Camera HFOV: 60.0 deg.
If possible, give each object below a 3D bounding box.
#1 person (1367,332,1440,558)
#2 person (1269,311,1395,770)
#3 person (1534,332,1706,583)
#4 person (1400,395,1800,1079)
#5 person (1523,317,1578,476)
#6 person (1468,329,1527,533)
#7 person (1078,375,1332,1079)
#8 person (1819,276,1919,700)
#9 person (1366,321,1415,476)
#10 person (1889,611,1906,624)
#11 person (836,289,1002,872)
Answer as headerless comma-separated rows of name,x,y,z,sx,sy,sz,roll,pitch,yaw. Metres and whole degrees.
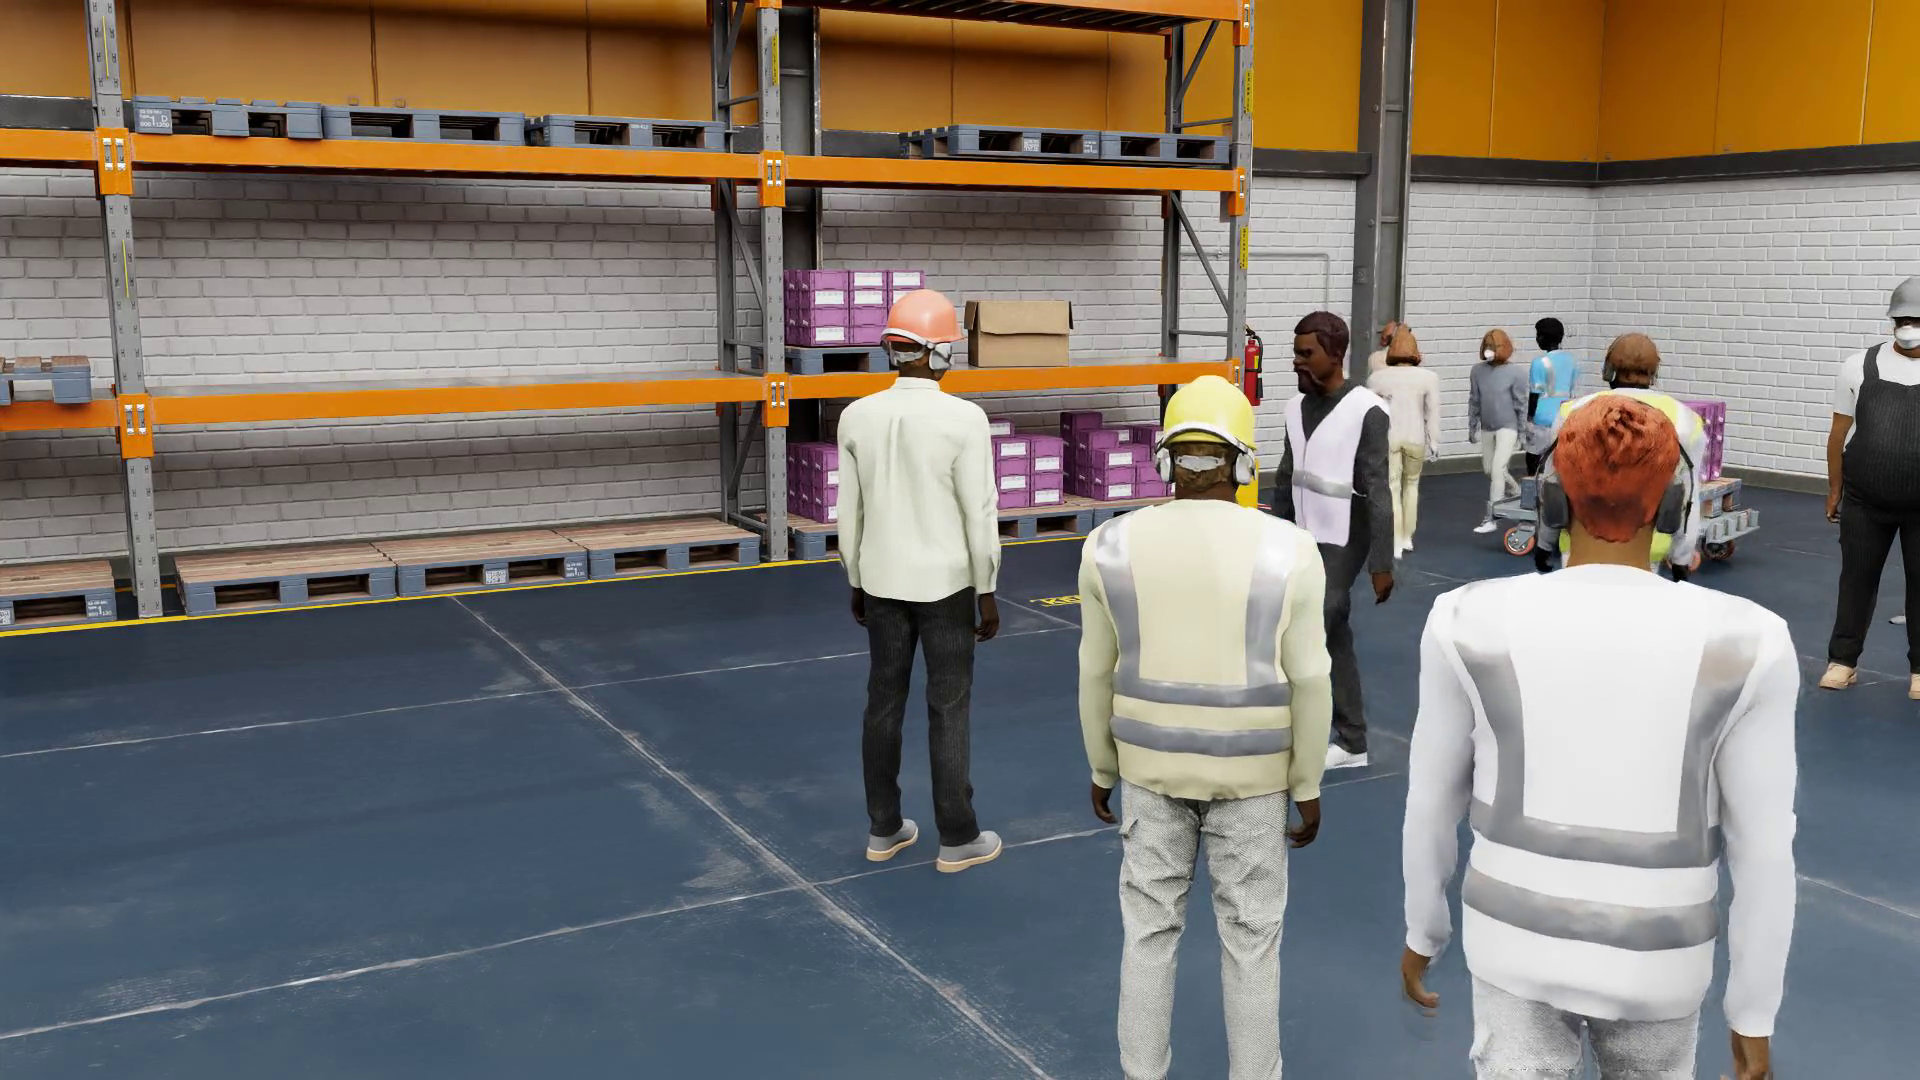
person,3.172,-0.692,11.991,0.512,1.604,0.602,2,9,9
person,1.383,0.042,6.672,0.779,1.888,0.637,-4,10,-21
person,2.788,0.027,7.040,0.626,1.809,0.892,0,9,2
person,1.024,0.698,2.742,0.593,1.866,0.460,3,10,18
person,4.875,-0.981,13.583,0.538,1.674,0.621,-7,11,-35
person,4.305,-0.877,13.156,0.748,1.601,0.514,-7,12,-37
person,0.576,0.528,3.919,0.586,1.824,0.403,3,10,18
person,4.528,-0.249,7.995,0.689,2.000,0.538,6,11,34
person,3.580,-1.022,13.950,0.335,1.626,0.612,-5,11,-29
person,5.634,-0.350,9.443,0.313,1.769,0.523,-5,11,-29
person,-0.130,0.144,5.737,0.608,1.996,0.382,5,11,28
